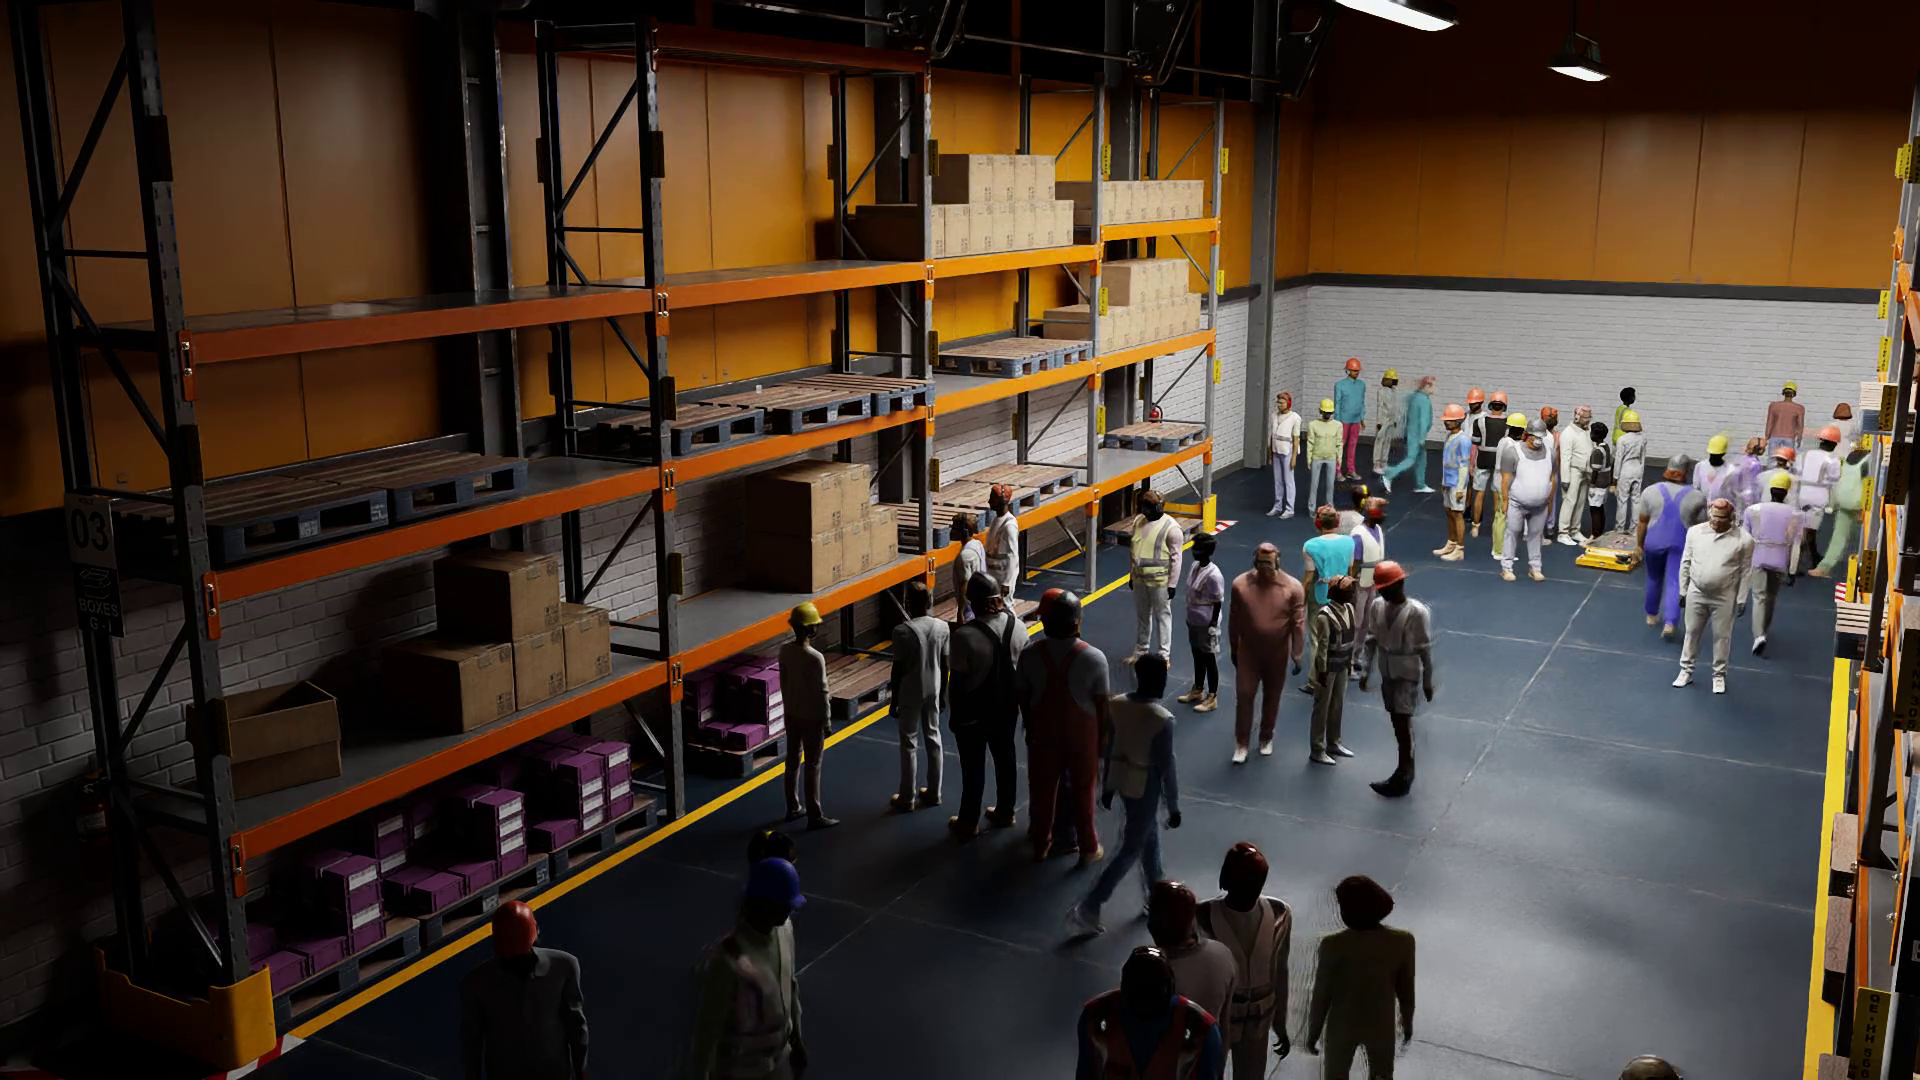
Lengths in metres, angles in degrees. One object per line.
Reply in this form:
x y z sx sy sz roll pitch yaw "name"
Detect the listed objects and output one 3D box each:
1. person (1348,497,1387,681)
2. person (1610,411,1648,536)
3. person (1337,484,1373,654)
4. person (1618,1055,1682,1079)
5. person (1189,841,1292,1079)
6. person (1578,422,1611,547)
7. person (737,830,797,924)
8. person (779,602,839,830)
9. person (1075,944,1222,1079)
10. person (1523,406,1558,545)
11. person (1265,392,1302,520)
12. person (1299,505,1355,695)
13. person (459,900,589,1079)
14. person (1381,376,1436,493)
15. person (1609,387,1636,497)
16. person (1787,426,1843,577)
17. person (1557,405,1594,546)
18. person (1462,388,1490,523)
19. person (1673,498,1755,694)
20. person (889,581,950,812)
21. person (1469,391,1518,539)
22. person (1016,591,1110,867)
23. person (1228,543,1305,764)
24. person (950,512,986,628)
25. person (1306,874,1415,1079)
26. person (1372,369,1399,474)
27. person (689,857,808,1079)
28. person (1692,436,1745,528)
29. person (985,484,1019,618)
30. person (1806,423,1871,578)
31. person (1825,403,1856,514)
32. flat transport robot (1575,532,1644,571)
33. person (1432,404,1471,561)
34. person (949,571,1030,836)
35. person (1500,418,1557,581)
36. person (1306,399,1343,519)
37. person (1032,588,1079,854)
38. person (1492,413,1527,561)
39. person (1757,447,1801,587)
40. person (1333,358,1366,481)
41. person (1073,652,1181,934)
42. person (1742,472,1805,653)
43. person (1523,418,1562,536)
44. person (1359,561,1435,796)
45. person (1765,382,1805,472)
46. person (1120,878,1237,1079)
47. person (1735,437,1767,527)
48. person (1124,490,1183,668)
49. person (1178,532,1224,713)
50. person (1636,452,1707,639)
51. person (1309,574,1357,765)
3.978 0.469 16.490 0.383 1.835 0.604 10 16 36 "person"
9.174 -0.905 22.852 0.484 1.737 0.321 -4 13 -19 "person"
4.095 0.334 17.051 0.714 1.842 0.544 -5 13 -20 "person"
2.429 2.783 5.954 0.457 1.925 0.697 -10 16 -37 "person"
1.319 2.339 7.987 0.573 1.887 0.356 -3 13 -14 "person"
8.502 -0.734 22.187 0.320 1.694 0.533 8 15 31 "person"
-0.930 2.303 8.185 0.330 1.872 0.512 1 13 4 "person"
-1.173 1.338 12.735 0.305 1.771 0.525 -12 17 -44 "person"
0.785 2.572 7.078 0.624 1.835 0.431 3 13 14 "person"
7.816 -0.863 22.354 0.373 1.880 0.580 -1 13 -5 "person"
4.698 -1.226 24.055 0.394 1.838 0.560 -7 14 -29 "person"
3.510 0.588 15.923 0.569 1.840 0.374 -5 14 -22 "person"
-2.009 2.474 7.720 0.574 1.737 0.354 -4 13 -18 "person"
7.006 -1.632 25.834 0.849 1.865 0.669 0 13 1 "person"
10.246 -1.517 25.679 0.317 1.696 0.538 1 13 5 "person"
10.652 -0.478 20.642 0.983 1.878 0.551 -5 14 -21 "person"
8.293 -0.873 22.352 0.658 1.896 0.402 -11 17 -41 "person"
7.337 -1.213 23.793 0.387 1.930 0.544 -6 14 -24 "person"
7.260 0.531 16.052 0.638 1.902 0.407 9 15 34 "person"
-0.322 1.227 13.089 0.500 1.840 0.347 -8 15 -30 "person"
7.279 -1.023 22.732 0.612 2.029 0.409 3 13 13 "person"
0.772 1.352 12.054 0.684 2.000 0.538 4 13 18 "person"
2.567 0.979 14.069 0.656 1.883 0.822 3 13 14 "person"
0.081 0.634 15.739 0.345 1.838 0.507 3 13 15 "person"
2.000 2.415 8.281 0.570 1.610 0.573 -1 13 -2 "person"
7.103 -1.976 27.633 0.493 1.740 0.325 -11 17 -41 "person"
-0.979 2.407 7.688 0.423 1.906 0.757 5 14 23 "person"
9.168 -0.362 20.189 1.100 1.853 0.606 -9 15 -34 "person"
0.418 0.361 16.853 0.356 1.883 0.572 -3 13 -13 "person"
11.026 -0.493 20.317 1.039 2.000 0.690 -1 13 -5 "person"
12.893 -1.200 24.403 0.507 1.631 0.276 -1 13 -4 "person"
8.512 0.136 21.498 0.652 0.197 1.431 9 16 36 "flat transport robot"
6.342 -0.742 21.459 0.415 2.035 0.609 -1 13 -4 "person"
0.174 1.218 12.657 0.681 2.000 0.535 -9 15 -34 "person"
6.969 -0.501 20.353 0.680 2.000 0.535 0 13 -2 "person"
5.250 -1.166 23.967 0.525 1.760 0.340 0 13 0 "person"
0.727 1.324 12.288 0.402 1.990 0.622 1 13 4 "person"
7.090 -0.686 21.465 0.393 1.918 0.585 2 13 8 "person"
9.859 -0.264 20.044 0.709 1.704 0.607 -7 15 -30 "person"
6.317 -1.954 26.960 0.608 1.995 0.377 -6 14 -25 "person"
1.146 1.669 11.038 0.951 1.881 0.612 -8 15 -31 "person"
8.505 0.228 17.479 0.597 1.884 0.982 5 13 21 "person"
8.066 -0.932 22.900 0.524 1.770 0.315 6 14 26 "person"
3.529 1.107 13.520 0.709 1.876 0.603 -9 16 -35 "person"
12.810 -1.587 25.869 0.533 1.756 0.341 6 14 26 "person"
0.930 2.437 7.502 0.652 1.906 0.403 -9 16 -36 "person"
10.119 -0.515 21.346 0.313 1.631 0.523 2 13 7 "person"
1.930 0.403 16.752 0.429 1.842 0.637 -11 17 -40 "person"
2.256 0.757 15.497 0.316 1.695 0.542 -4 13 -19 "person"
7.696 0.019 18.023 0.680 2.000 1.010 6 14 25 "person"
3.185 1.088 14.167 0.313 1.634 0.514 11 17 42 "person"
